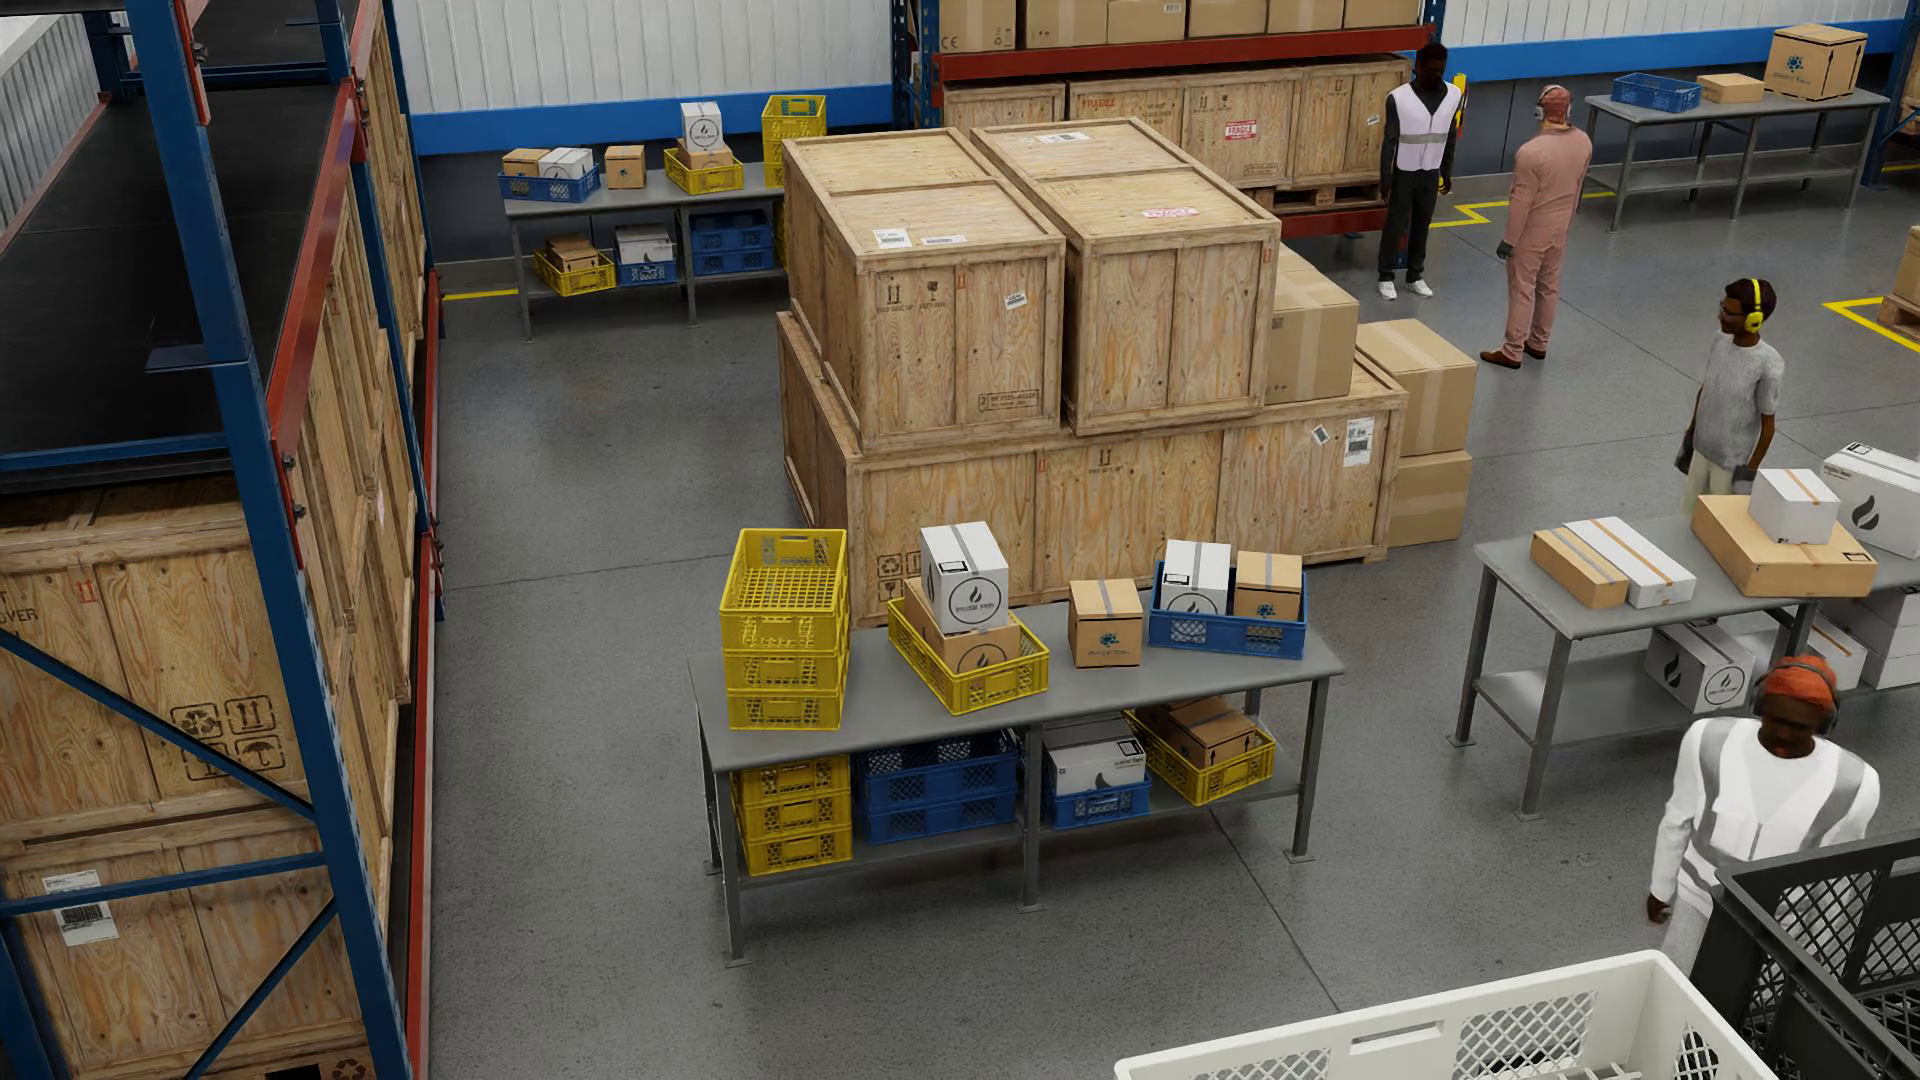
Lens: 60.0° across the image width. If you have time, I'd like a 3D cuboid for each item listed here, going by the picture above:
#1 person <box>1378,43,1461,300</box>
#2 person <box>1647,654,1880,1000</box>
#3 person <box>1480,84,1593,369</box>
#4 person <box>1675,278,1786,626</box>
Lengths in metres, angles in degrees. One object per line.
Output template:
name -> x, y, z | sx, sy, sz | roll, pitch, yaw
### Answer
person -> 3.386, -2.741, 12.385 | 0.597, 1.908, 0.409 | -8, 30, -14
person -> 2.494, 1.169, 5.317 | 0.568, 1.879, 0.352 | 18, 34, 29
person -> 3.874, -2.101, 11.223 | 0.642, 1.905, 0.399 | -17, 33, -28
person -> 3.717, -0.396, 8.167 | 0.323, 1.865, 0.518 | -7, 30, -12
